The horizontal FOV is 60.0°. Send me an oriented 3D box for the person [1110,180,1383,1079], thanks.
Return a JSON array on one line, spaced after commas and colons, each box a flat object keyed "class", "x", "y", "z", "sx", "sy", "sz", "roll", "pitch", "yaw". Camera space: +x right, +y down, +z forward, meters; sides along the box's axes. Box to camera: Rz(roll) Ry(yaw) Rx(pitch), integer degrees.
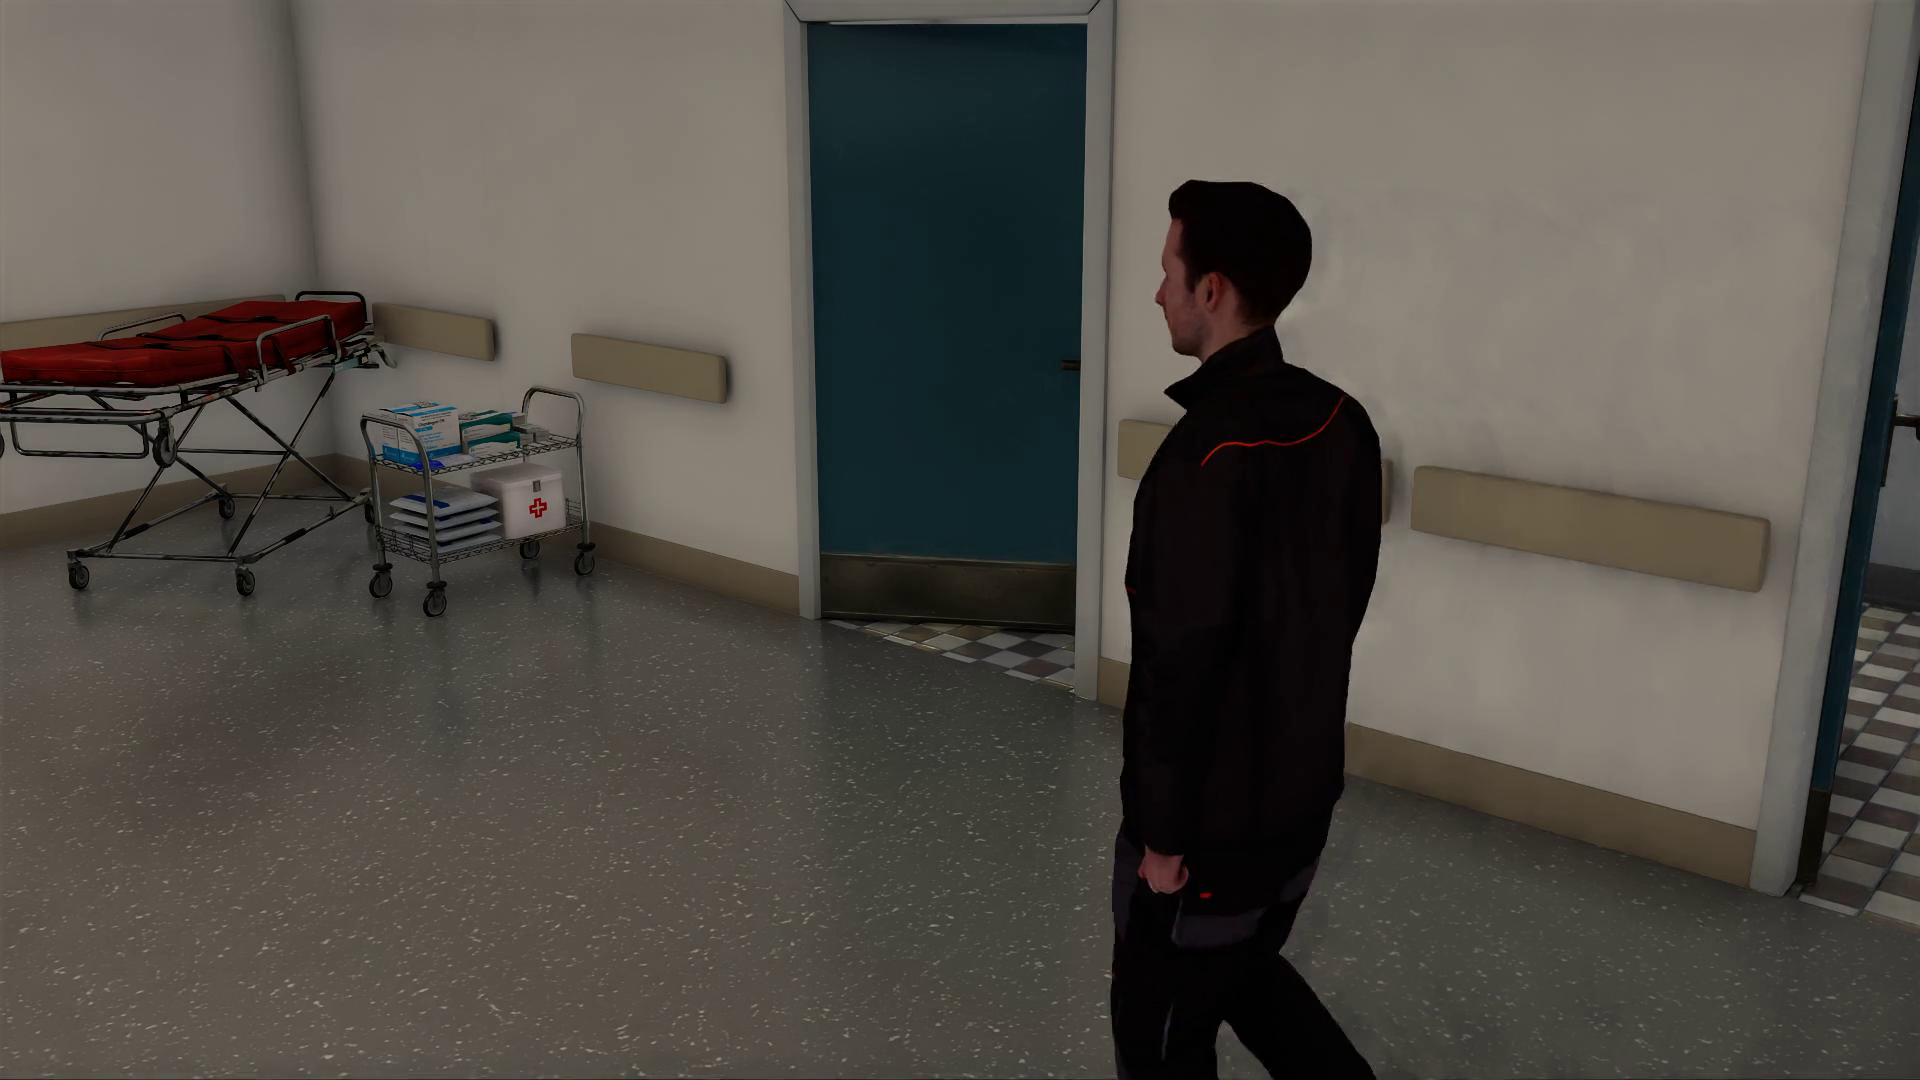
[{"class": "person", "x": 0.490, "y": 0.418, "z": 2.579, "sx": 0.871, "sy": 1.896, "sz": 0.697, "roll": 14, "pitch": 21, "yaw": 41}]
